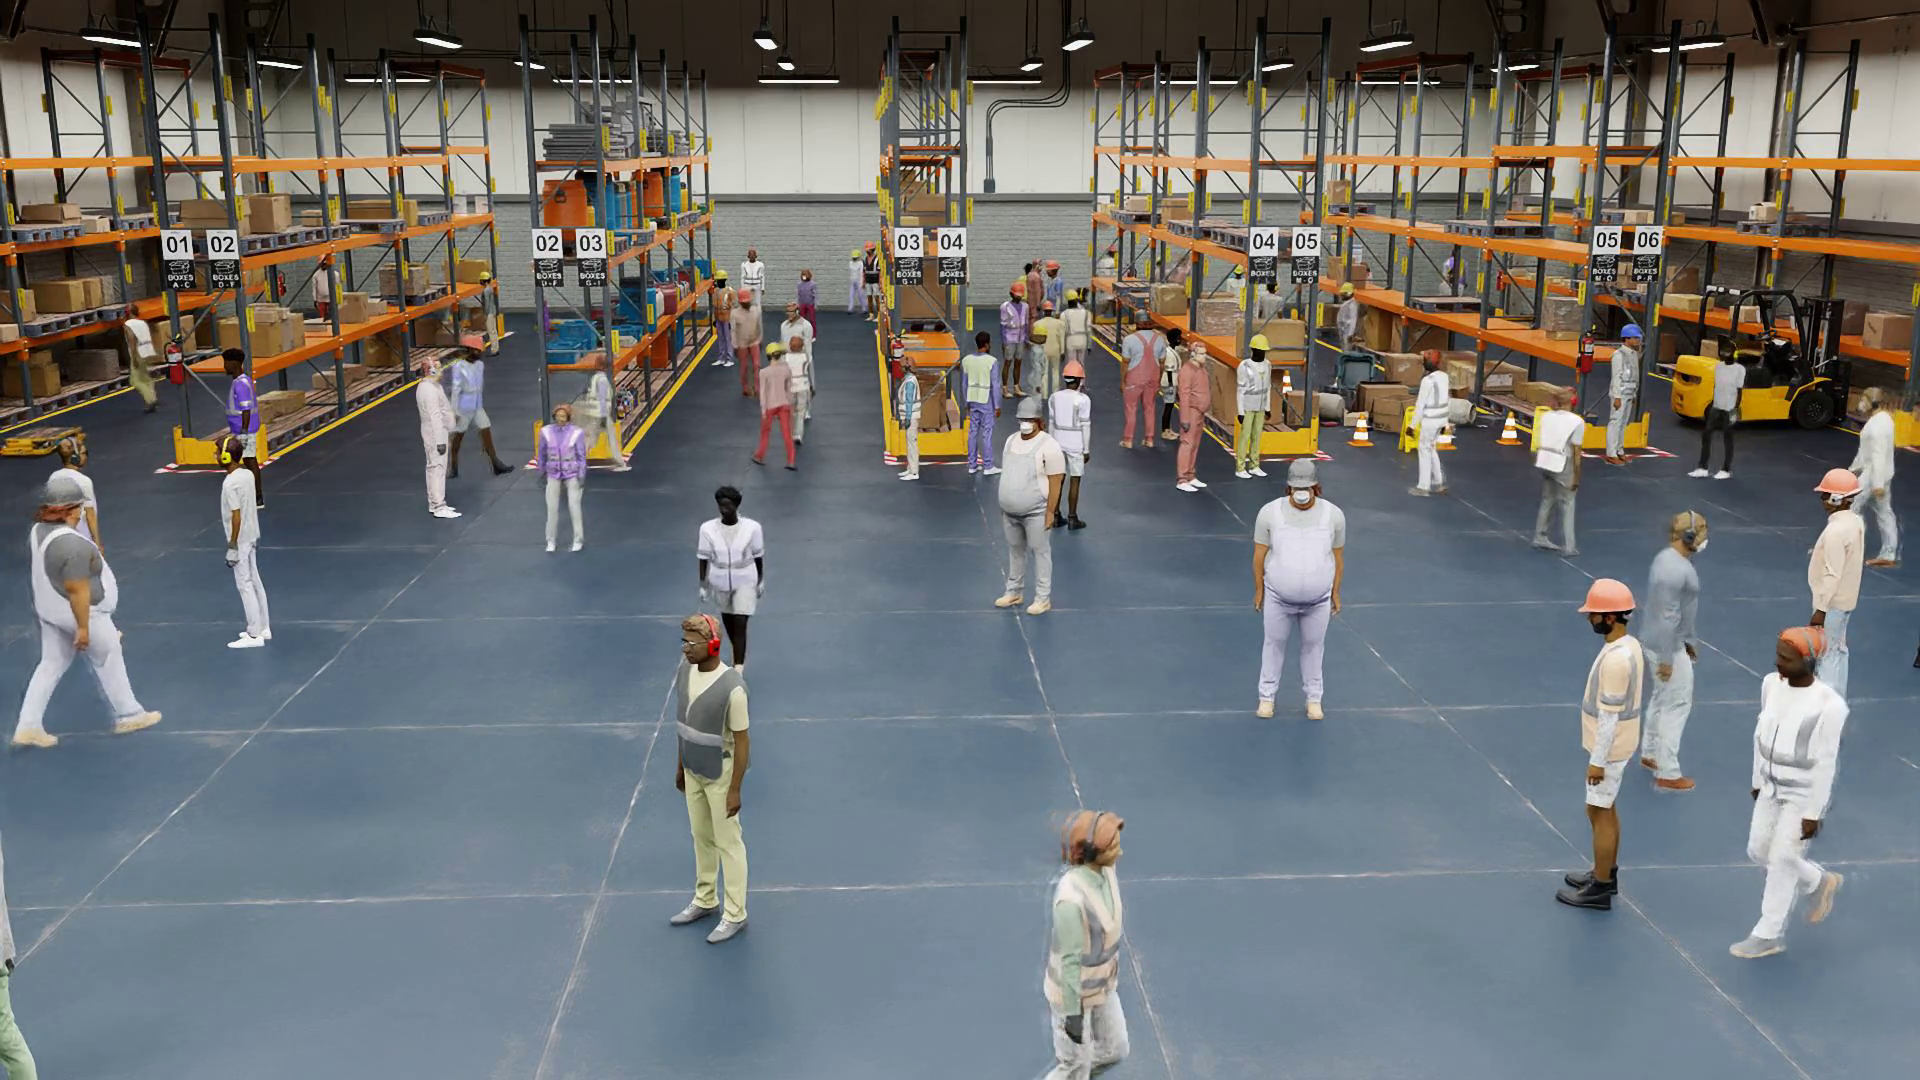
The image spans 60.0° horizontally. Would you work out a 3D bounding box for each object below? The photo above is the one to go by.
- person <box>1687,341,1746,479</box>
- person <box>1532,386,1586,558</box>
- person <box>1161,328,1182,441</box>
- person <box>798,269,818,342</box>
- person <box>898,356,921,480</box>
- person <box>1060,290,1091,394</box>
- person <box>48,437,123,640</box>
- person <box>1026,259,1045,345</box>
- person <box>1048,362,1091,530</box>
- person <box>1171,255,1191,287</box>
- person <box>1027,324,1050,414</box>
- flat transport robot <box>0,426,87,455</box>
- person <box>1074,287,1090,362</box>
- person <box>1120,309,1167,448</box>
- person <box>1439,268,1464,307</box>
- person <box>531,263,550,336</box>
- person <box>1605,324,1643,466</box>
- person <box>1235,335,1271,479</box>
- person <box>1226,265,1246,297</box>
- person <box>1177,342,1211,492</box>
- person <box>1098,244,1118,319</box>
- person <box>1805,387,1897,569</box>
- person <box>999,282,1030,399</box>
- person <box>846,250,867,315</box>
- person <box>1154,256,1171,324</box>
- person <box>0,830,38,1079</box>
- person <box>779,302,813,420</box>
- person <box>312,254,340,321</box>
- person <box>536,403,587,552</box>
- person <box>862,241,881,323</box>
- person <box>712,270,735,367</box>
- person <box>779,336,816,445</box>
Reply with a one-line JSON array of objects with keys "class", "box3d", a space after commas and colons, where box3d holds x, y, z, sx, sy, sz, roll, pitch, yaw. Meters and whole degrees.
[{"class": "person", "box3d": [9.967, -1.696, 21.865, 0.719, 1.844, 0.539, -6, 15, -24]}, {"class": "person", "box3d": [6.423, -0.736, 17.852, 0.428, 1.829, 0.593, -7, 15, -29]}, {"class": "person", "box3d": [3.160, -2.337, 24.928, 0.319, 1.690, 0.540, 3, 14, 11]}, {"class": "person", "box3d": [-3.449, -5.307, 37.623, 0.507, 1.633, 0.285, 6, 14, 23]}, {"class": "person", "box3d": [-0.668, -1.610, 21.972, 0.310, 1.632, 0.504, -1, 13, -4]}, {"class": "person", "box3d": [2.036, -3.403, 28.993, 0.623, 1.903, 0.596, -5, 14, -20]}, {"class": "person", "box3d": [-7.748, 0.012, 14.637, 0.505, 1.846, 0.347, 6, 15, 25]}, {"class": "person", "box3d": [1.687, -5.286, 36.980, 0.395, 1.899, 0.641, -4, 14, -15]}, {"class": "person", "box3d": [1.277, -1.085, 19.137, 0.542, 1.920, 0.418, 10, 17, 37]}, {"class": "person", "box3d": [5.718, -6.567, 42.997, 0.544, 1.604, 0.408, -6, 15, -25]}, {"class": "person", "box3d": [1.171, -2.370, 24.965, 0.336, 1.734, 0.485, -1, 13, -4]}, {"class": "flat transport robot", "box3d": [-13.378, -1.461, 24.249, 0.652, 0.197, 1.431, -1, 13, -5]}, {"class": "person", "box3d": [2.143, -3.637, 30.085, 0.380, 1.852, 0.608, 0, 13, 0]}, {"class": "person", "box3d": [2.636, -2.365, 24.288, 0.685, 2.000, 0.535, -5, 14, -20]}, {"class": "person", "box3d": [10.268, -4.766, 34.851, 0.559, 1.856, 0.389, 0, 13, 2]}, {"class": "person", "box3d": [-9.790, -5.636, 38.760, 0.333, 1.749, 0.563, -9, 16, -34]}, {"class": "person", "box3d": [9.156, -2.004, 22.949, 0.384, 1.951, 0.605, 11, 17, 40]}, {"class": "person", "box3d": [3.900, -1.763, 22.016, 0.582, 1.918, 0.410, -10, 17, -36]}, {"class": "person", "box3d": [6.215, -5.297, 37.314, 0.523, 1.760, 0.328, 0, 13, 2]}, {"class": "person", "box3d": [3.002, -1.581, 21.254, 0.400, 1.907, 0.645, 7, 15, 27]}, {"class": "person", "box3d": [3.689, -6.282, 40.963, 0.979, 2.014, 0.616, -8, 16, -31]}, {"class": "person", "box3d": [9.386, -0.654, 17.340, 0.967, 1.893, 0.638, 10, 16, 35]}, {"class": "person", "box3d": [0.976, -3.489, 29.068, 0.605, 2.033, 0.400, -9, 16, -35]}, {"class": "person", "box3d": [-2.711, -6.718, 43.430, 0.537, 1.705, 0.892, 9, 16, 33]}, {"class": "person", "box3d": [4.844, -6.009, 40.355, 0.532, 1.743, 0.452, 1, 13, 2]}, {"class": "person", "box3d": [-4.165, 1.805, 7.013, 0.316, 1.860, 0.513, -1, 13, -4]}, {"class": "person", "box3d": [-2.657, -2.874, 26.761, 0.636, 1.900, 0.399, 9, 16, 32]}, {"class": "person", "box3d": [-14.115, -5.359, 37.068, 0.612, 1.995, 0.382, -1, 13, -5]}, {"class": "person", "box3d": [-4.328, -0.685, 18.048, 0.568, 1.634, 0.323, -1, 13, -4]}, {"class": "person", "box3d": [-2.217, -6.475, 41.739, 0.613, 2.028, 0.409, 9, 16, 34]}, {"class": "person", "box3d": [-4.745, -4.434, 33.298, 0.595, 1.928, 0.377, 11, 17, 38]}, {"class": "person", "box3d": [-2.407, -2.216, 24.597, 0.521, 1.604, 0.851, 0, 13, 2]}]
